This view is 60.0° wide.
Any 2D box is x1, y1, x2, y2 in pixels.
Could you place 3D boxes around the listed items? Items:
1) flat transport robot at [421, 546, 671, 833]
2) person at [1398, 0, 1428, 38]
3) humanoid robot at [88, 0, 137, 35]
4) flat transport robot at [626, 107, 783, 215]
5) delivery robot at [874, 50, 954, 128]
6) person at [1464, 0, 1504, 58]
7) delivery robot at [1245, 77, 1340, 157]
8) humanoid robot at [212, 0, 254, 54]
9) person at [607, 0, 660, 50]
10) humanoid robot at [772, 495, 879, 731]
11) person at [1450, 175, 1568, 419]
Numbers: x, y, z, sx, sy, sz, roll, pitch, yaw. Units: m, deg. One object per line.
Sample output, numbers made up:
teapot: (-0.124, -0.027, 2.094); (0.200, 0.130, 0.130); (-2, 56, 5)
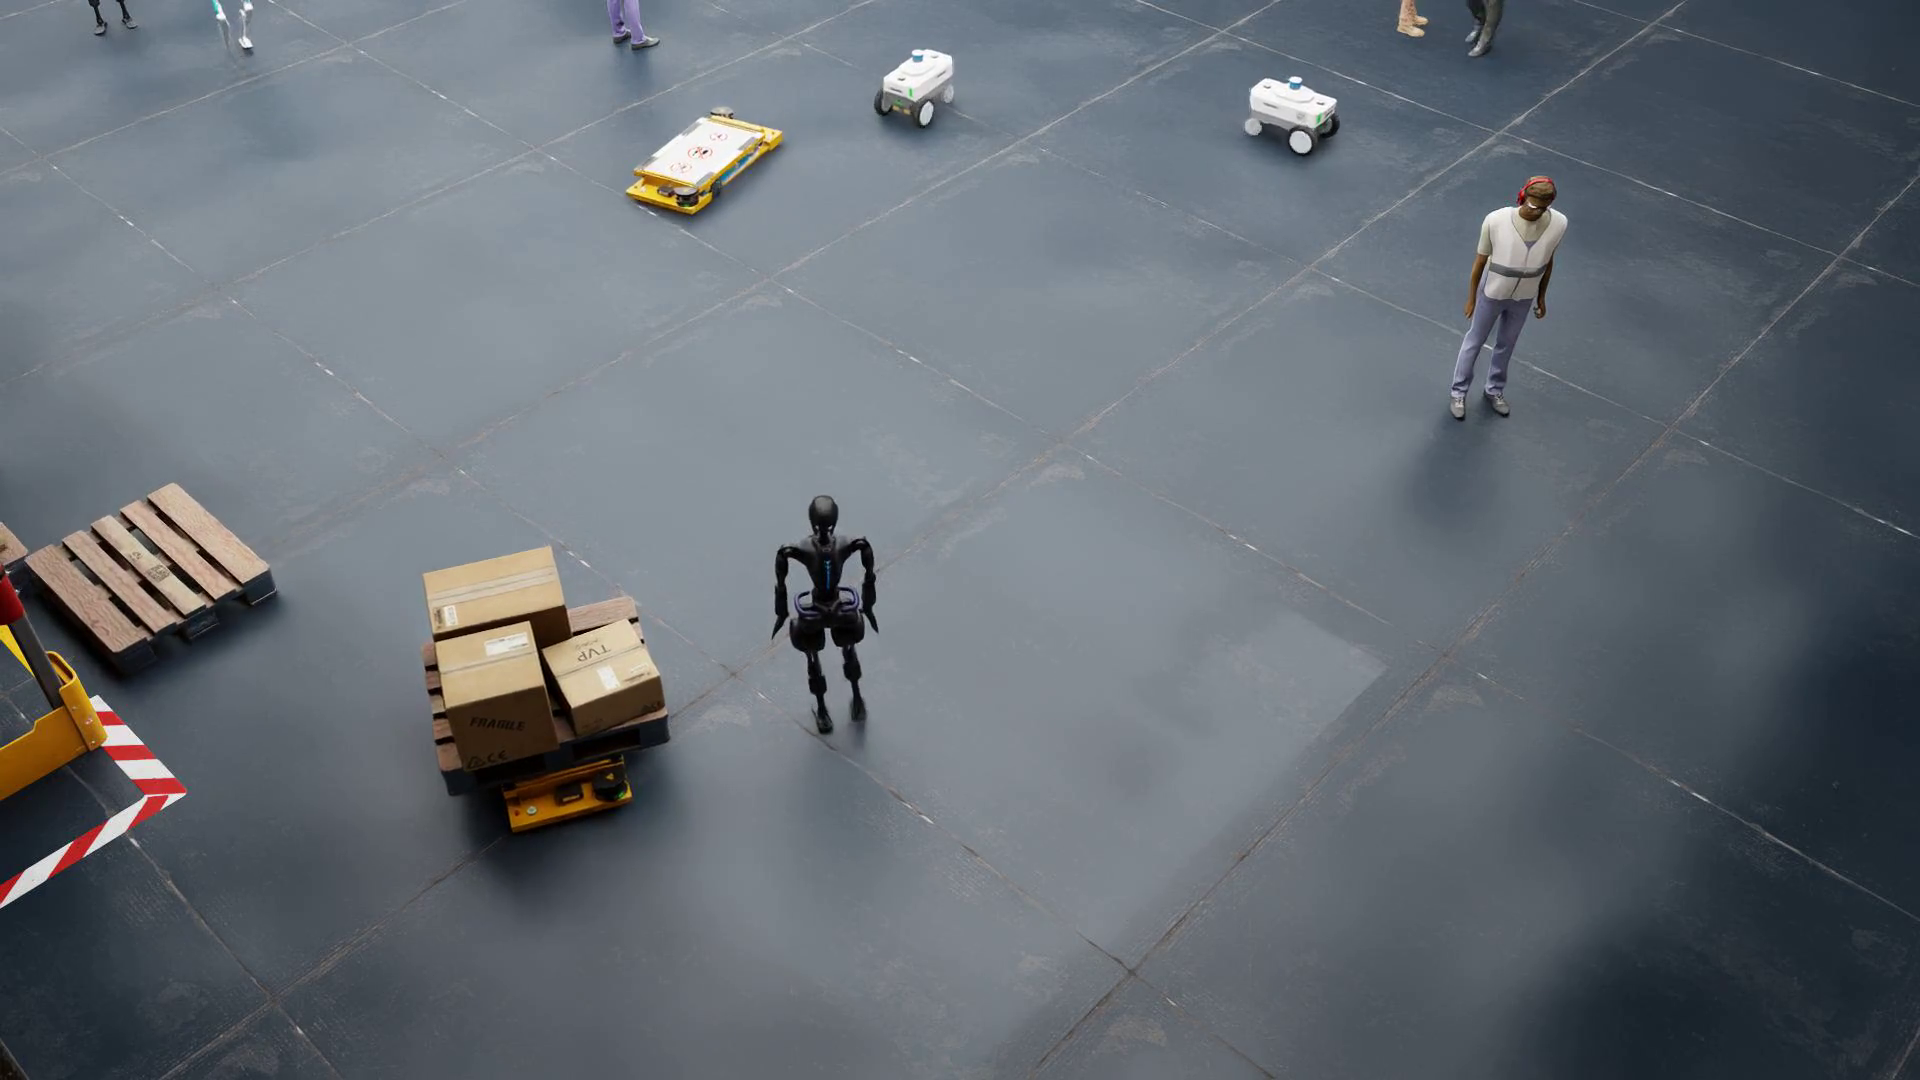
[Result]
flat transport robot: (-2.317, 0.997, 9.418); (0.659, 0.231, 1.431); (-13, 44, -14)
person: (4.420, -5.646, 15.709); (0.334, 1.738, 0.494); (18, 45, 19)
humanoid robot: (-8.228, -5.635, 15.727); (0.599, 1.655, 0.315); (-17, 45, -18)
flat transport robot: (-2.158, -3.229, 14.115); (0.659, 0.231, 1.431); (19, 45, 20)
delivery robot: (-0.386, -4.053, 14.826); (0.499, 0.606, 0.794); (23, 47, 24)
person: (4.948, -5.322, 15.283); (0.463, 1.822, 0.559); (-25, 48, -25)
delivery robot: (2.887, -3.724, 14.448); (0.793, 0.590, 0.499); (26, 48, 26)
humanoid robot: (-6.833, -5.258, 15.344); (0.540, 1.881, 0.731); (-20, 46, -21)
person: (-3.174, -5.467, 15.423); (0.565, 1.846, 0.390); (28, 49, 28)
humanoid robot: (-0.735, 0.409, 9.016); (0.587, 1.652, 0.335); (-9, 43, -10)
person: (3.675, -1.648, 11.185); (0.563, 1.838, 0.388); (-3, 42, -4)
